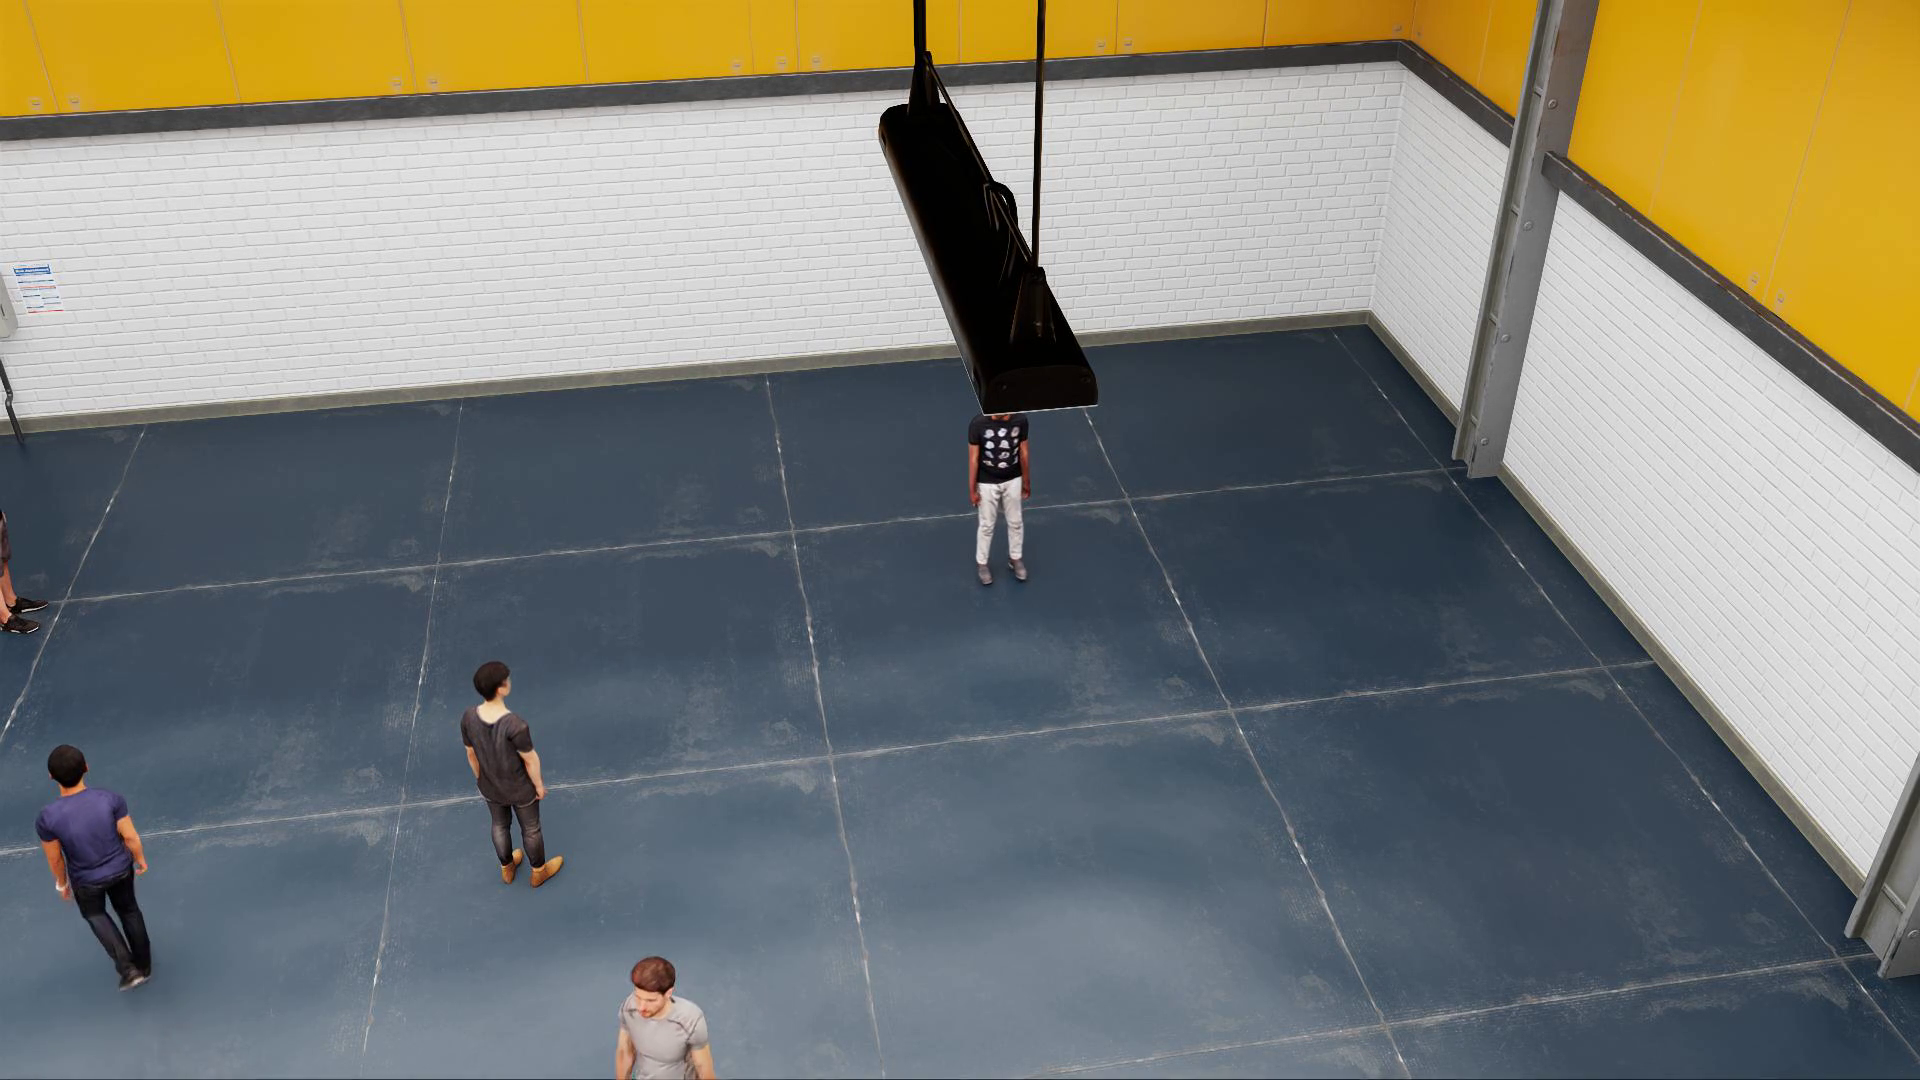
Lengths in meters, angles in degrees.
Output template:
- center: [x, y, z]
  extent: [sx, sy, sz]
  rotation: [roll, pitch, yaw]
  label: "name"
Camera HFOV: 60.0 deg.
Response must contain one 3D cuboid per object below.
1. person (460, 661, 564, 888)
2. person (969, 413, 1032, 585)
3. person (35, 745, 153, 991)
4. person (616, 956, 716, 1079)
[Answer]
- center: [-2.868, 1.498, 10.530]
  extent: [0.700, 1.713, 0.683]
  rotation: [8, 35, 12]
  label: "person"
- center: [0.315, -0.480, 13.429]
  extent: [0.656, 1.797, 0.578]
  rotation: [-7, 34, -11]
  label: "person"
- center: [-5.008, 1.990, 9.733]
  extent: [0.806, 1.775, 0.865]
  rotation: [-23, 40, -30]
  label: "person"
- center: [-1.441, 2.736, 8.515]
  extent: [0.793, 1.880, 0.832]
  rotation: [16, 37, 22]
  label: "person"
